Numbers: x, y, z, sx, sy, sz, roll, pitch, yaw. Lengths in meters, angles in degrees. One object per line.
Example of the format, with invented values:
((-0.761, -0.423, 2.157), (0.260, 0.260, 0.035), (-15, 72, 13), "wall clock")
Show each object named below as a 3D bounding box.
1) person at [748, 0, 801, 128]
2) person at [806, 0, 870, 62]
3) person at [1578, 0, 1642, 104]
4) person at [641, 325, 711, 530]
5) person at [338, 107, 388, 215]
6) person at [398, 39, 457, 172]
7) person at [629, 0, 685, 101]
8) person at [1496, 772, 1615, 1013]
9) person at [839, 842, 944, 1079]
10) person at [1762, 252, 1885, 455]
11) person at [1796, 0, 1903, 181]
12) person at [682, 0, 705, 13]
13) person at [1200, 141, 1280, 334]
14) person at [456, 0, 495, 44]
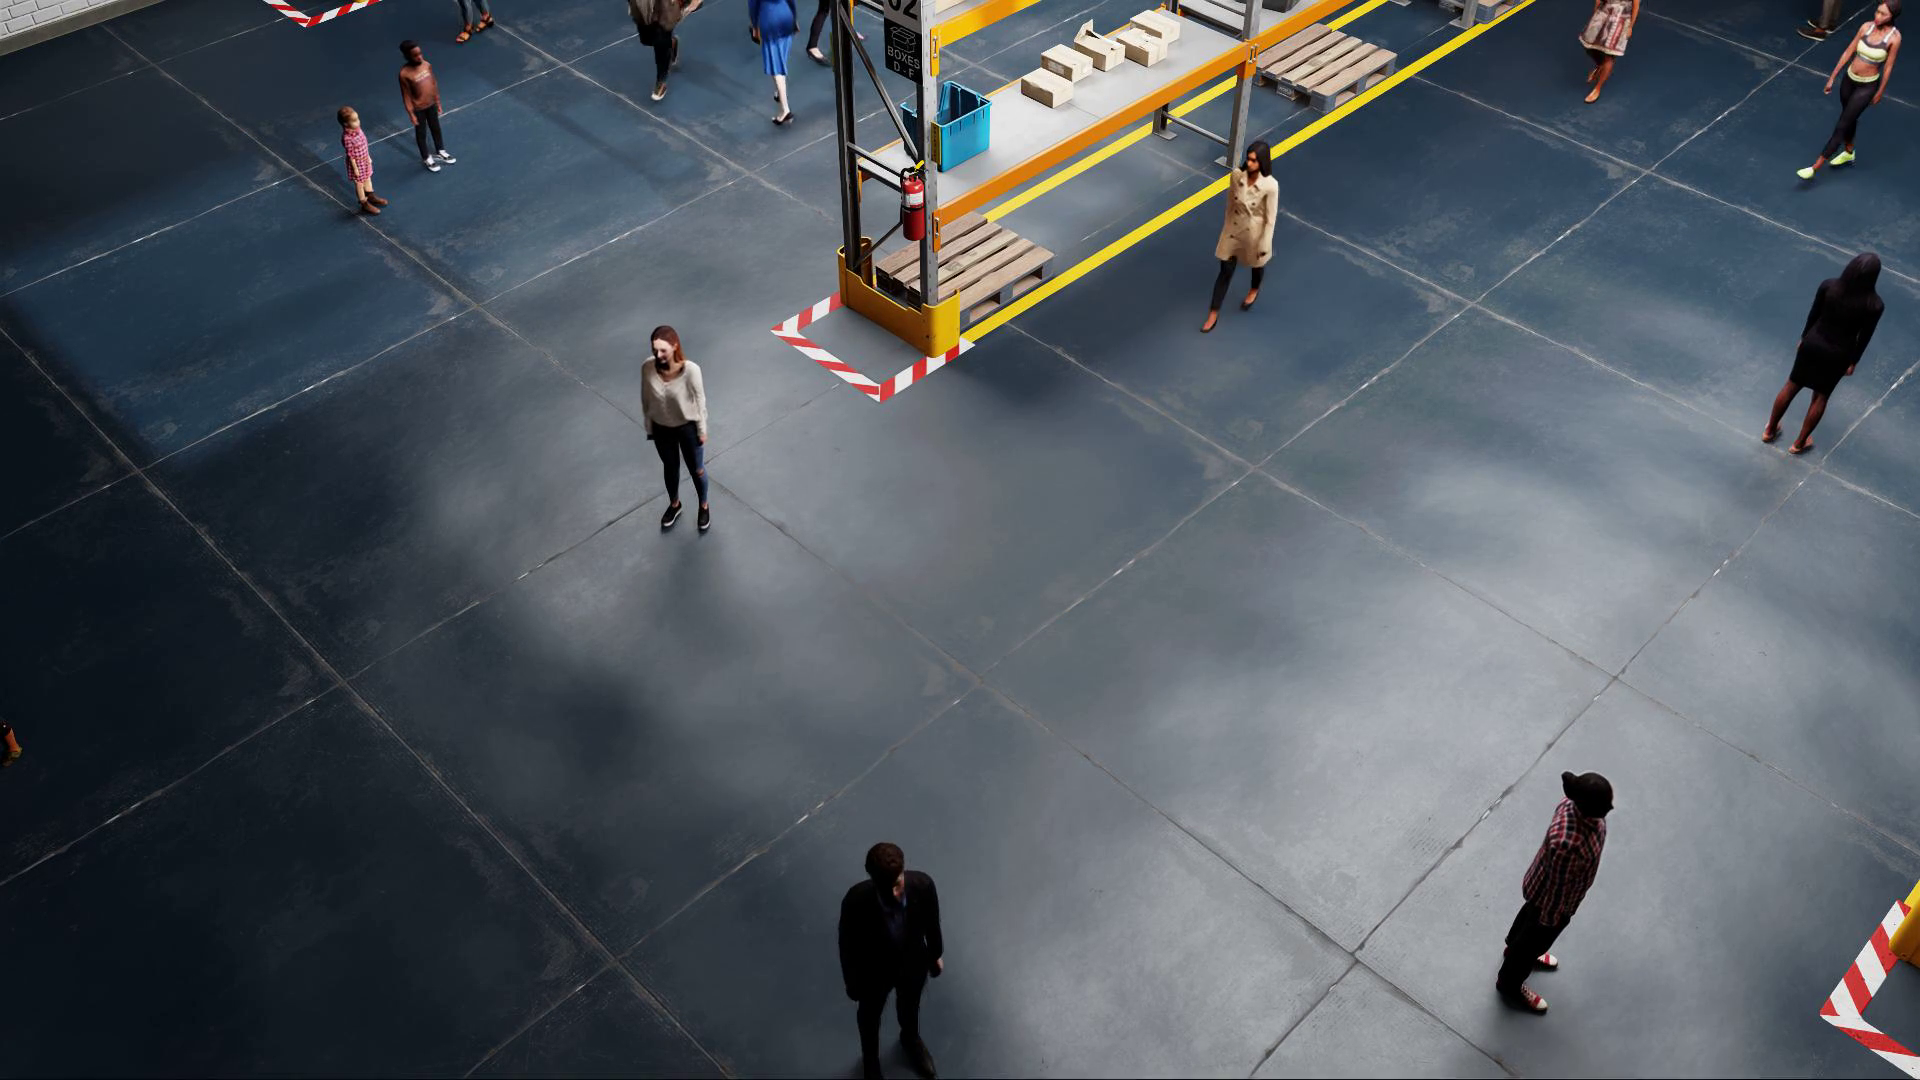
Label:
((-1.727, -4.790, 15.753), (0.838, 1.783, 0.785), (-25, 49, -24), "person")
((-1.341, -5.656, 16.687), (1.065, 1.747, 0.840), (-16, 46, -16), "person")
((6.405, -5.083, 16.167), (0.647, 1.636, 0.759), (32, 52, 29), "person")
((-1.979, -0.789, 11.618), (0.704, 1.692, 0.736), (6, 44, 6), "person")
((-5.374, -3.408, 14.854), (0.553, 1.021, 0.478), (9, 44, 9), "person")
((-4.958, -4.025, 15.335), (0.586, 1.252, 0.417), (30, 51, 28), "person")
((-2.929, -5.280, 16.215), (1.005, 1.856, 1.172), (13, 45, 13), "person")
((3.167, 1.824, 8.827), (0.831, 1.761, 0.676), (17, 46, 17), "person")
((-0.352, 2.127, 8.412), (0.694, 1.894, 0.836), (-15, 46, -16), "person")
((6.371, -1.377, 12.214), (0.613, 1.723, 0.515), (30, 51, 28), "person")
((8.210, -4.116, 15.103), (1.184, 1.704, 0.760), (-23, 48, -23), "person")
((-2.905, -6.464, 17.531), (0.681, 1.754, 0.697), (-13, 45, -13), "person")
((2.378, -2.489, 13.444), (0.747, 1.636, 1.087), (29, 51, 27), "person")
((-5.073, -6.047, 17.159), (0.670, 1.664, 0.771), (30, 51, 28), "person")
